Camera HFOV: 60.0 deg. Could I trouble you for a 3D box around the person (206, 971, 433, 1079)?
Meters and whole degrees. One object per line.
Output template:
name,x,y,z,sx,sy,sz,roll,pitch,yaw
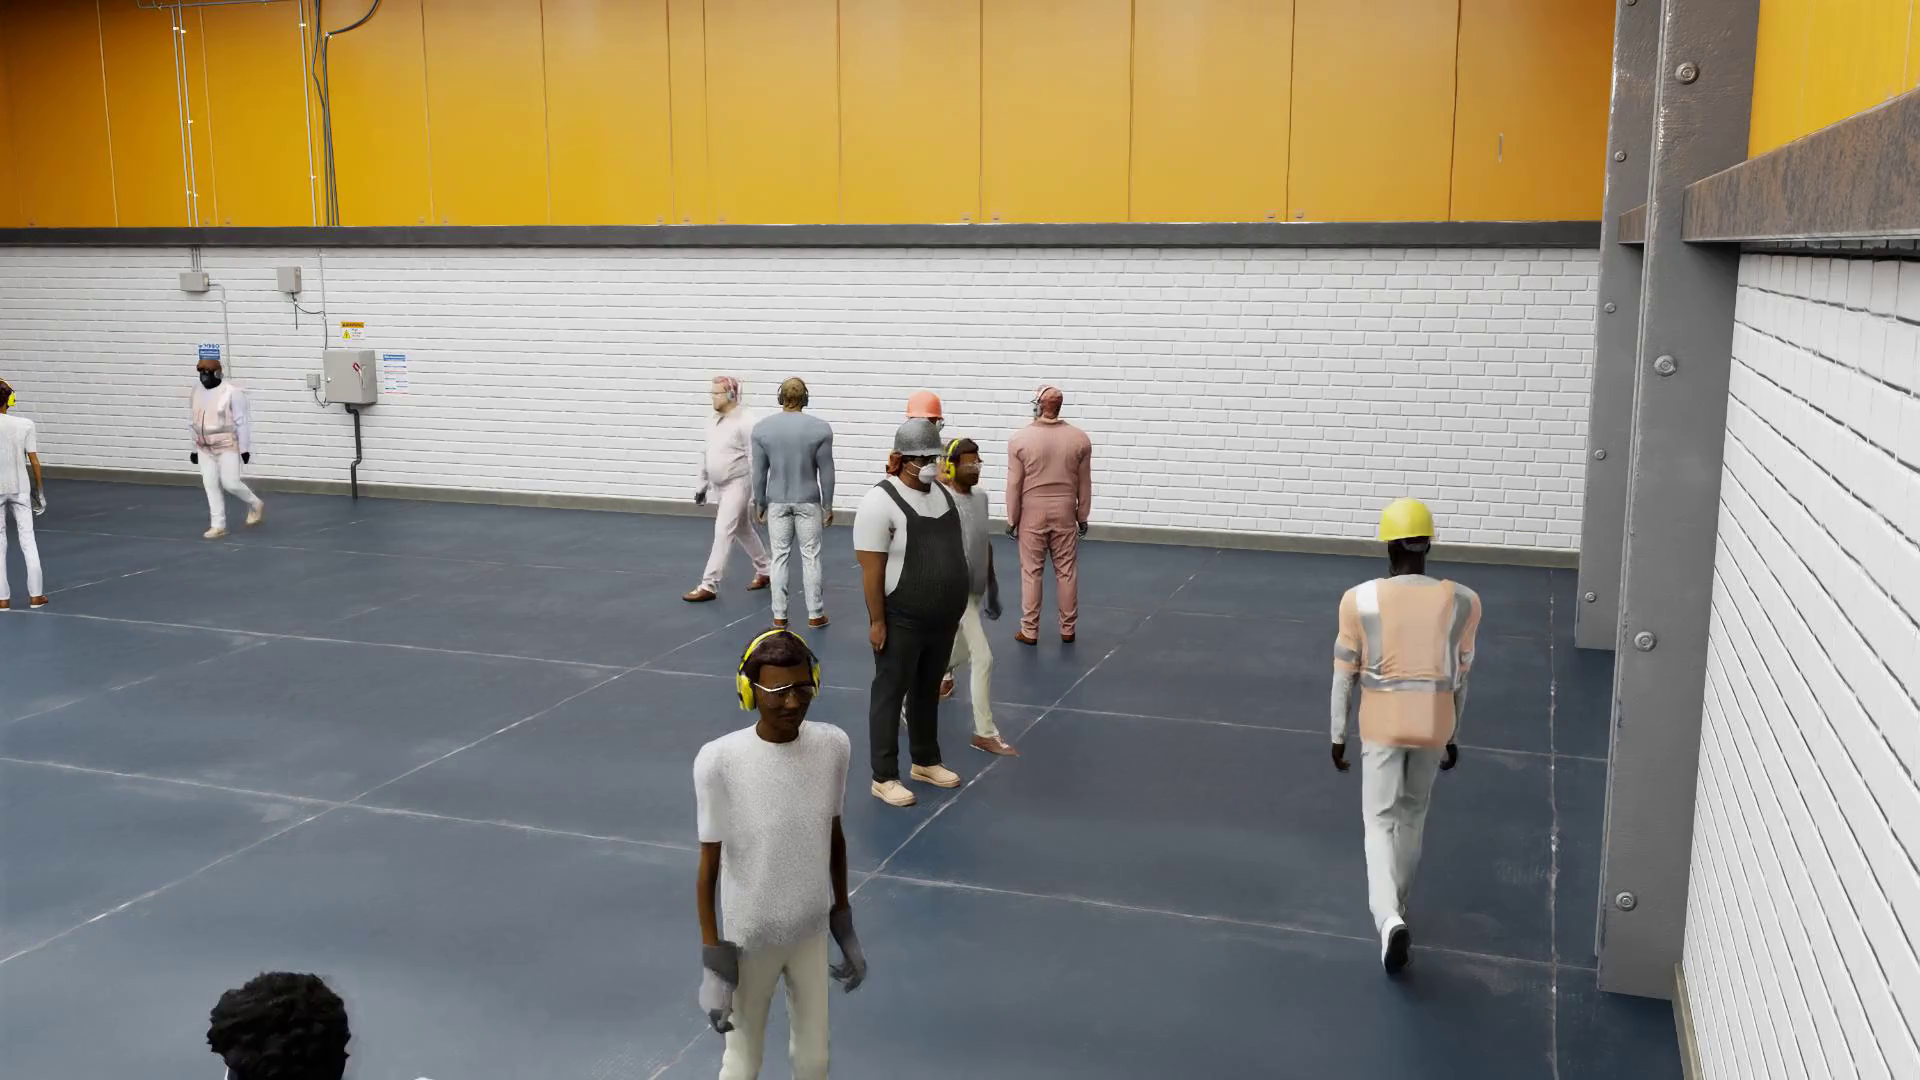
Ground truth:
person,-1.097,1.566,3.099,0.856,1.635,0.577,7,12,33

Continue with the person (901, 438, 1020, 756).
person,-0.016,0.301,9.736,0.918,1.836,0.517,6,12,31

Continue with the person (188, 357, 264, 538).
person,-7.422,-0.945,16.784,0.644,1.824,0.608,3,10,15

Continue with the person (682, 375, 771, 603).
person,-1.913,-0.445,13.861,0.993,1.862,0.661,-8,13,-39

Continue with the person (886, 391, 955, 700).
person,-0.238,0.033,10.759,0.612,1.997,0.375,6,12,29

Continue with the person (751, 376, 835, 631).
person,-1.260,-0.270,12.629,0.630,1.938,0.369,1,10,4

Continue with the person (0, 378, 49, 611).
person,-7.650,-0.365,13.357,0.531,1.870,0.316,-6,12,-29

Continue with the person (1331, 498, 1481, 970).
person,1.836,0.786,6.840,0.593,1.892,0.830,1,10,4

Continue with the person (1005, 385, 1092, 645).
person,0.637,-0.181,12.200,0.651,1.912,0.409,-2,10,-13

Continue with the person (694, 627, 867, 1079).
person,-0.523,1.156,4.814,0.532,1.870,0.320,-7,12,-33

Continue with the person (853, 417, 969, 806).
person,-0.204,0.361,8.786,0.535,2.000,0.685,8,13,39
